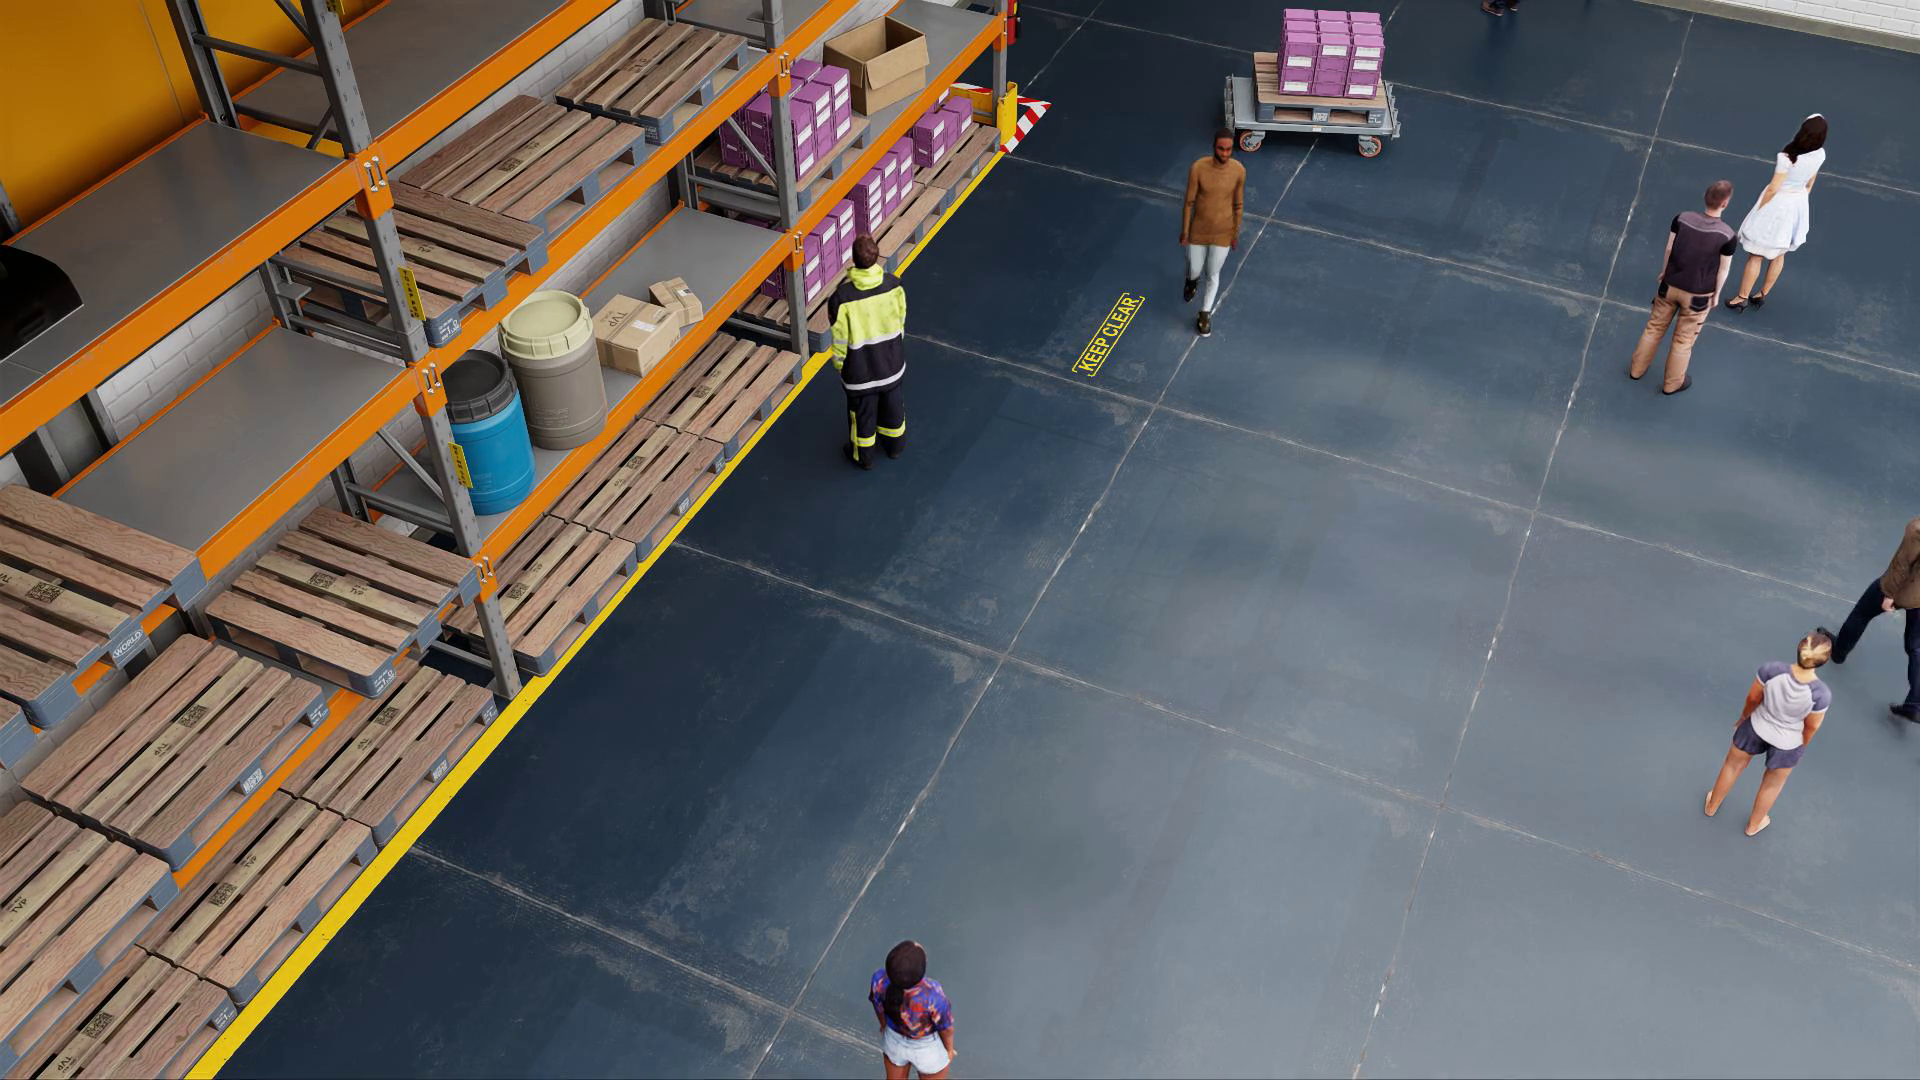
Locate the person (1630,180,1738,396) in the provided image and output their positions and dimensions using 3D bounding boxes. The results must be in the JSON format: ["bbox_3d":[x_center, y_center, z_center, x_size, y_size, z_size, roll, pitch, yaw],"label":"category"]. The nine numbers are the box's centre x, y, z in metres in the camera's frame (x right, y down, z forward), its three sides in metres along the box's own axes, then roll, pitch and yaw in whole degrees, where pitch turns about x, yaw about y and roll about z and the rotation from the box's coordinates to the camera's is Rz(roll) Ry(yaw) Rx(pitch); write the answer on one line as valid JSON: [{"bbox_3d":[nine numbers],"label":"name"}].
[{"bbox_3d":[5.659,-1.978,12.945,0.727,1.844,0.760,-33,53,-30],"label":"person"}]

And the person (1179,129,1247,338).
[{"bbox_3d":[2.038,-2.572,13.596,0.848,1.808,0.980,1,44,1],"label":"person"}]

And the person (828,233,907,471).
[{"bbox_3d":[-0.663,-1.378,12.215,0.822,1.982,0.929,-21,48,-21],"label":"person"}]

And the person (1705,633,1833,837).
[{"bbox_3d":[4.810,1.141,9.831,0.638,1.624,0.613,29,51,27],"label":"person"}]

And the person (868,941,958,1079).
[{"bbox_3d":[-0.229,2.518,8.301,0.588,1.742,0.513,16,46,16],"label":"person"}]

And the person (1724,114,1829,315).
[{"bbox_3d":[6.748,-2.668,13.689,0.854,1.818,0.905,-8,44,-8],"label":"person"}]

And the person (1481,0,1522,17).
[{"bbox_3d":[5.967,-6.522,17.713,0.835,1.847,0.924,-19,47,-19],"label":"person"}]

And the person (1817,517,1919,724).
[{"bbox_3d":[6.067,0.358,10.488,1.076,1.852,1.282,-5,44,-5],"label":"person"}]
